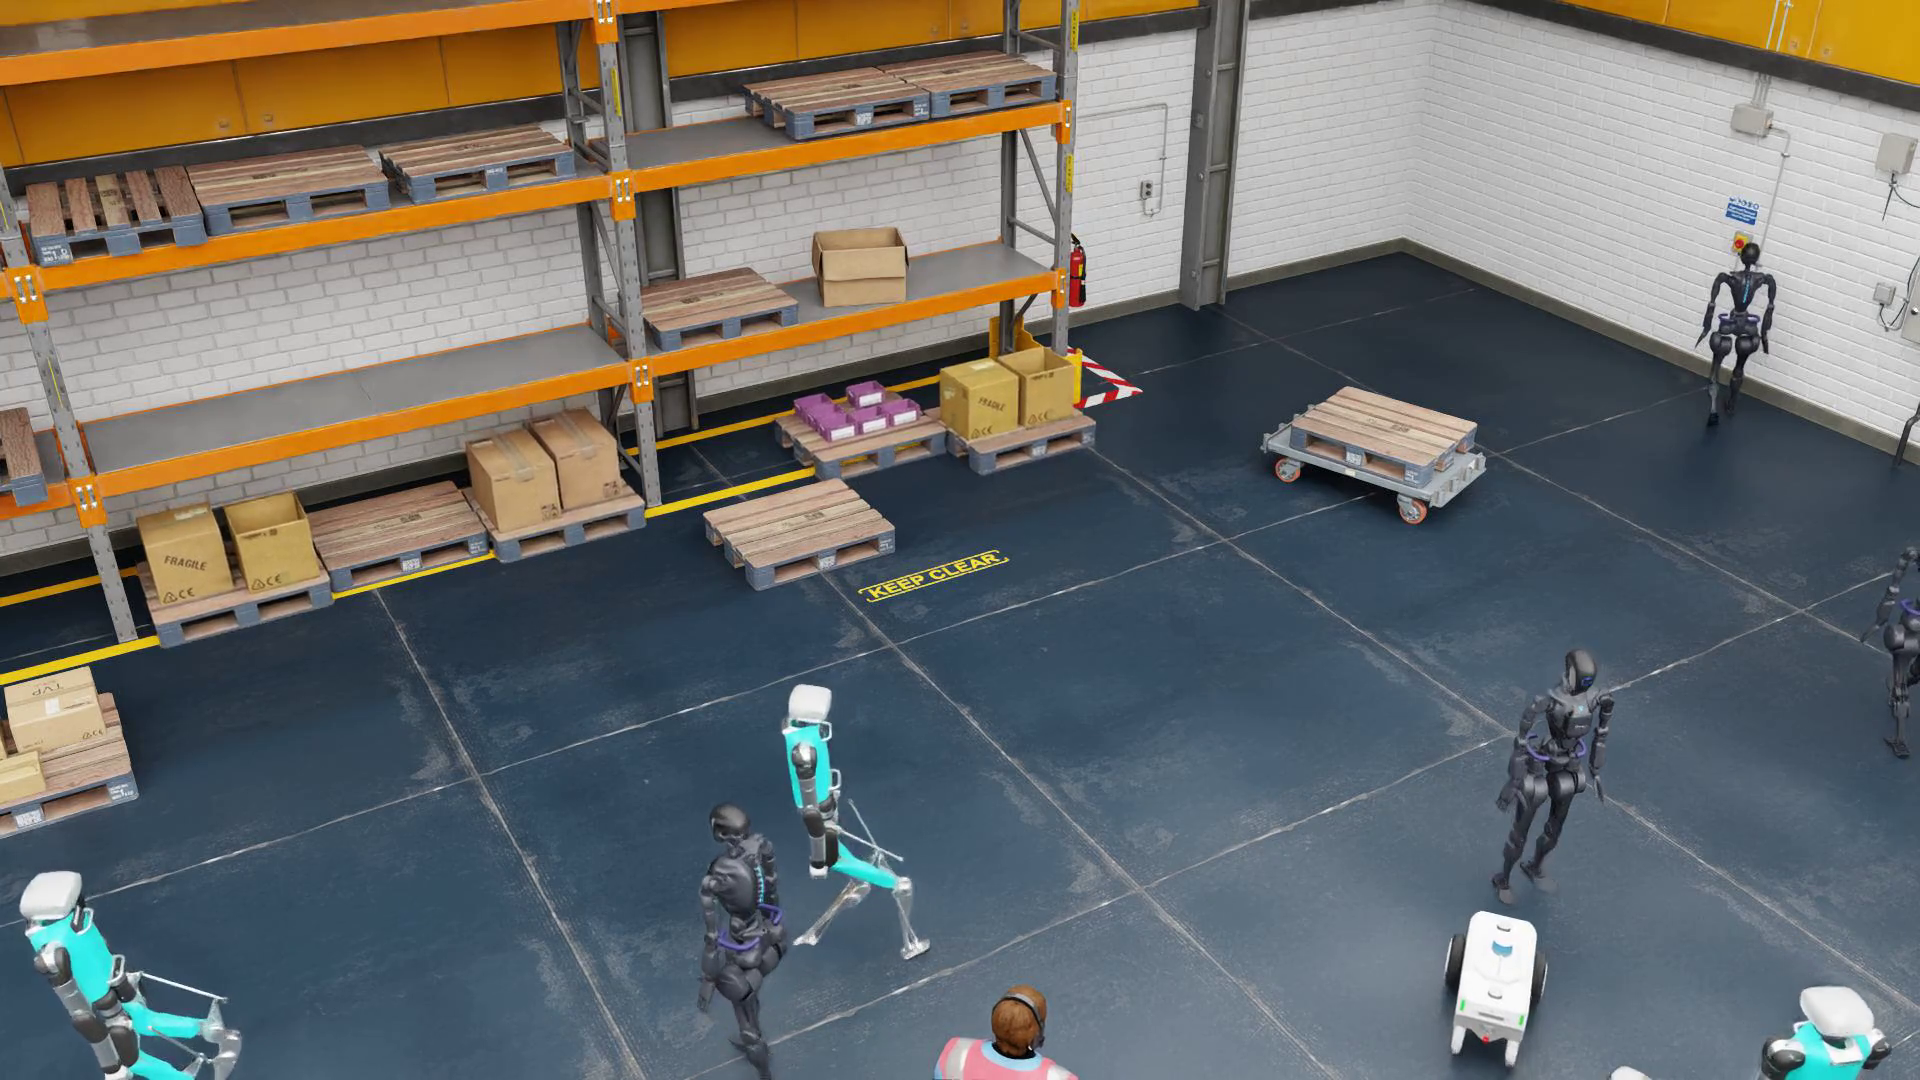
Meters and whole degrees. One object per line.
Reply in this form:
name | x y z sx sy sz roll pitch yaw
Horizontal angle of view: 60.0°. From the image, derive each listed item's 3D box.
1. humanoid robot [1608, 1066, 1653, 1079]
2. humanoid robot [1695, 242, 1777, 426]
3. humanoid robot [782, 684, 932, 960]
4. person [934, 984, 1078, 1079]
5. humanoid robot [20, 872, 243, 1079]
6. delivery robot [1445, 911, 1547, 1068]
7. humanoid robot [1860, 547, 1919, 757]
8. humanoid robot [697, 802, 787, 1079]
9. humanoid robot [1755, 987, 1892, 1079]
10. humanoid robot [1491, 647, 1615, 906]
humanoid robot | 2.736 2.850 6.489 1.006 1.780 0.531 15 33 25
humanoid robot | 6.919 -1.823 14.805 0.610 1.648 0.670 7 30 12
humanoid robot | -0.497 1.538 8.813 0.983 1.785 0.531 -2 30 -4
person | 0.212 2.564 6.854 0.628 1.836 0.431 11 31 19
humanoid robot | -3.670 2.198 7.607 0.864 1.770 0.558 -9 31 -15
delivery robot | 2.779 2.289 8.637 0.499 0.600 0.802 10 31 18
humanoid robot | 6.131 0.521 10.652 0.603 1.632 0.771 3 30 6
humanoid robot | -1.060 1.985 8.036 0.531 1.642 0.606 15 33 25
humanoid robot | 3.388 2.481 7.085 0.555 1.737 0.970 -6 30 -10
humanoid robot | 3.288 1.295 9.266 0.609 1.669 0.358 -6 30 -10
